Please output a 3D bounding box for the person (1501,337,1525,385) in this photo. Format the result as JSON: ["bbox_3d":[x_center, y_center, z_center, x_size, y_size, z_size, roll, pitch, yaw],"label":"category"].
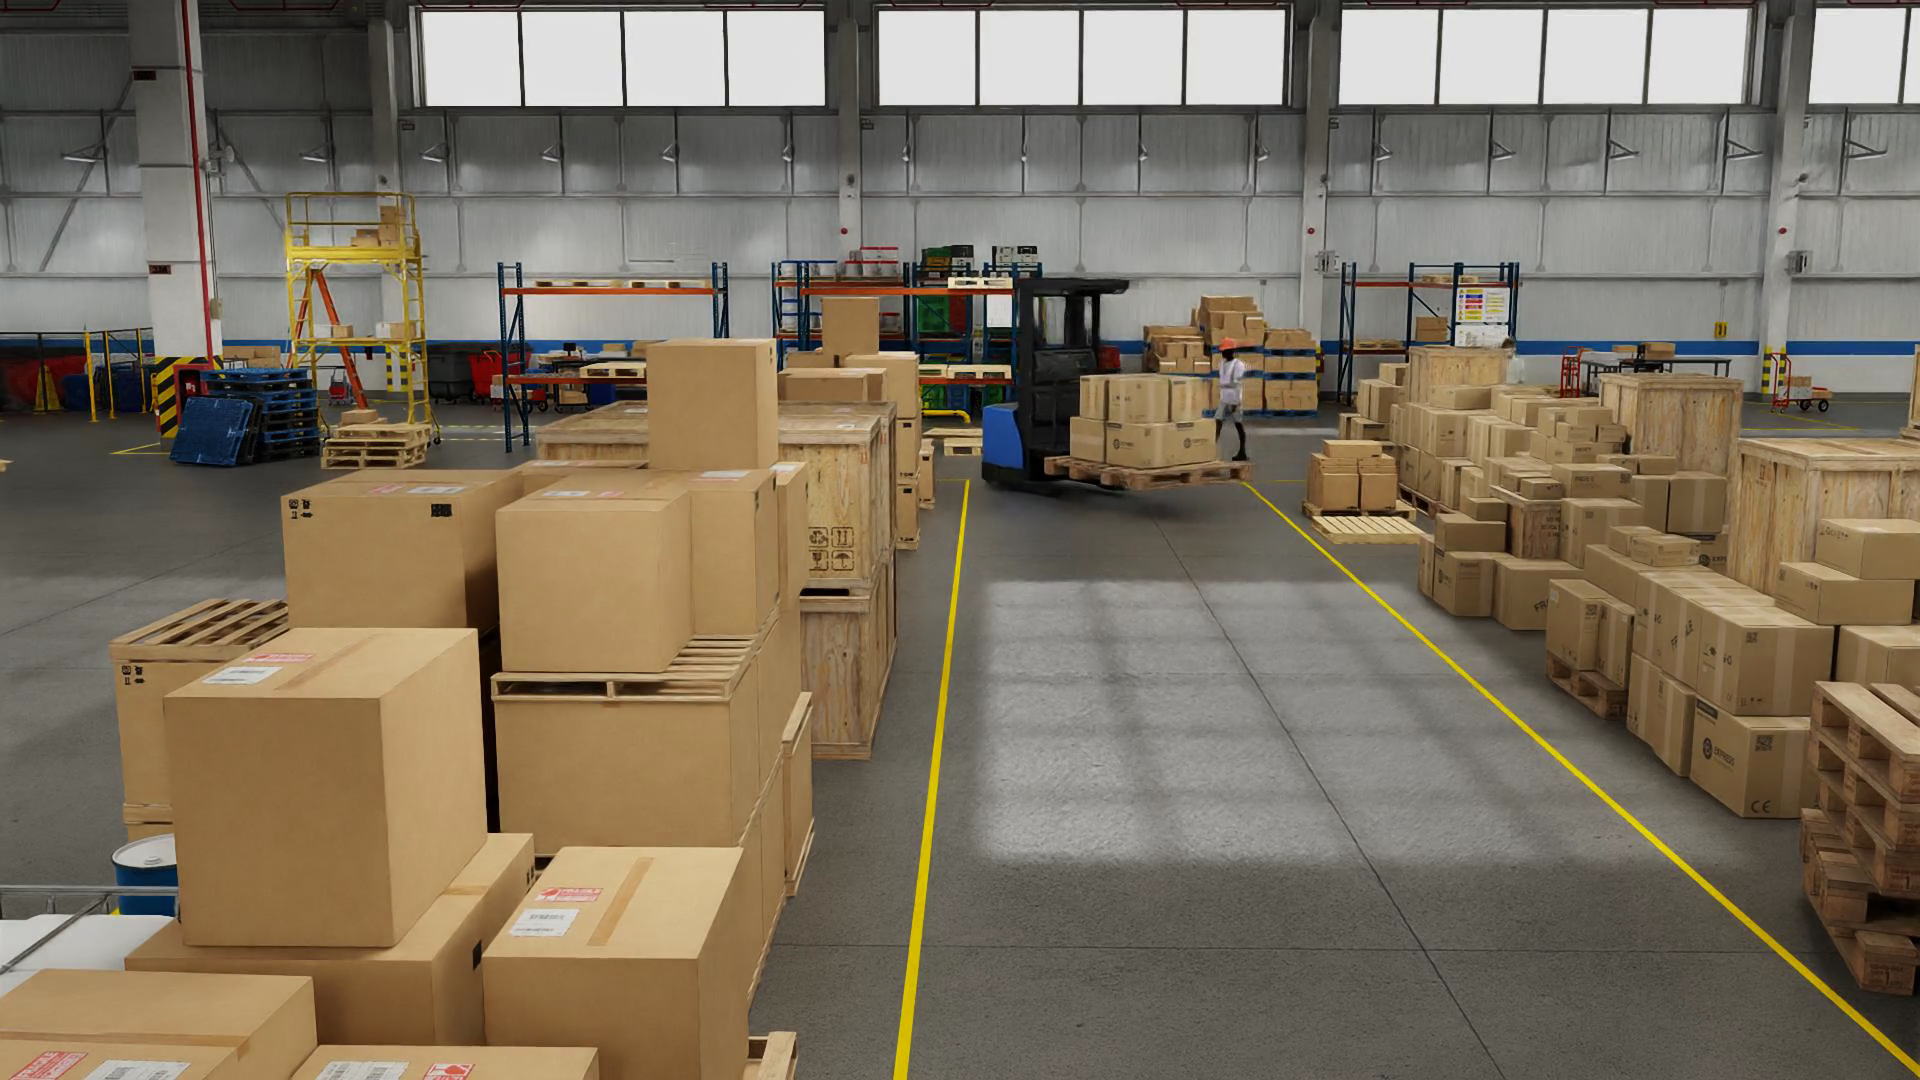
[{"bbox_3d":[8.222,-2.118,25.224,0.634,1.918,0.686,-3,10,-17],"label":"person"}]

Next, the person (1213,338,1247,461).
[{"bbox_3d":[4.042,-2.116,25.257,0.979,1.882,0.565,-7,12,-36],"label":"person"}]

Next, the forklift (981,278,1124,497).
[{"bbox_3d":[1.191,-2.087,22.138,1.129,2.768,1.873,-6,11,-31],"label":"forklift"}]
